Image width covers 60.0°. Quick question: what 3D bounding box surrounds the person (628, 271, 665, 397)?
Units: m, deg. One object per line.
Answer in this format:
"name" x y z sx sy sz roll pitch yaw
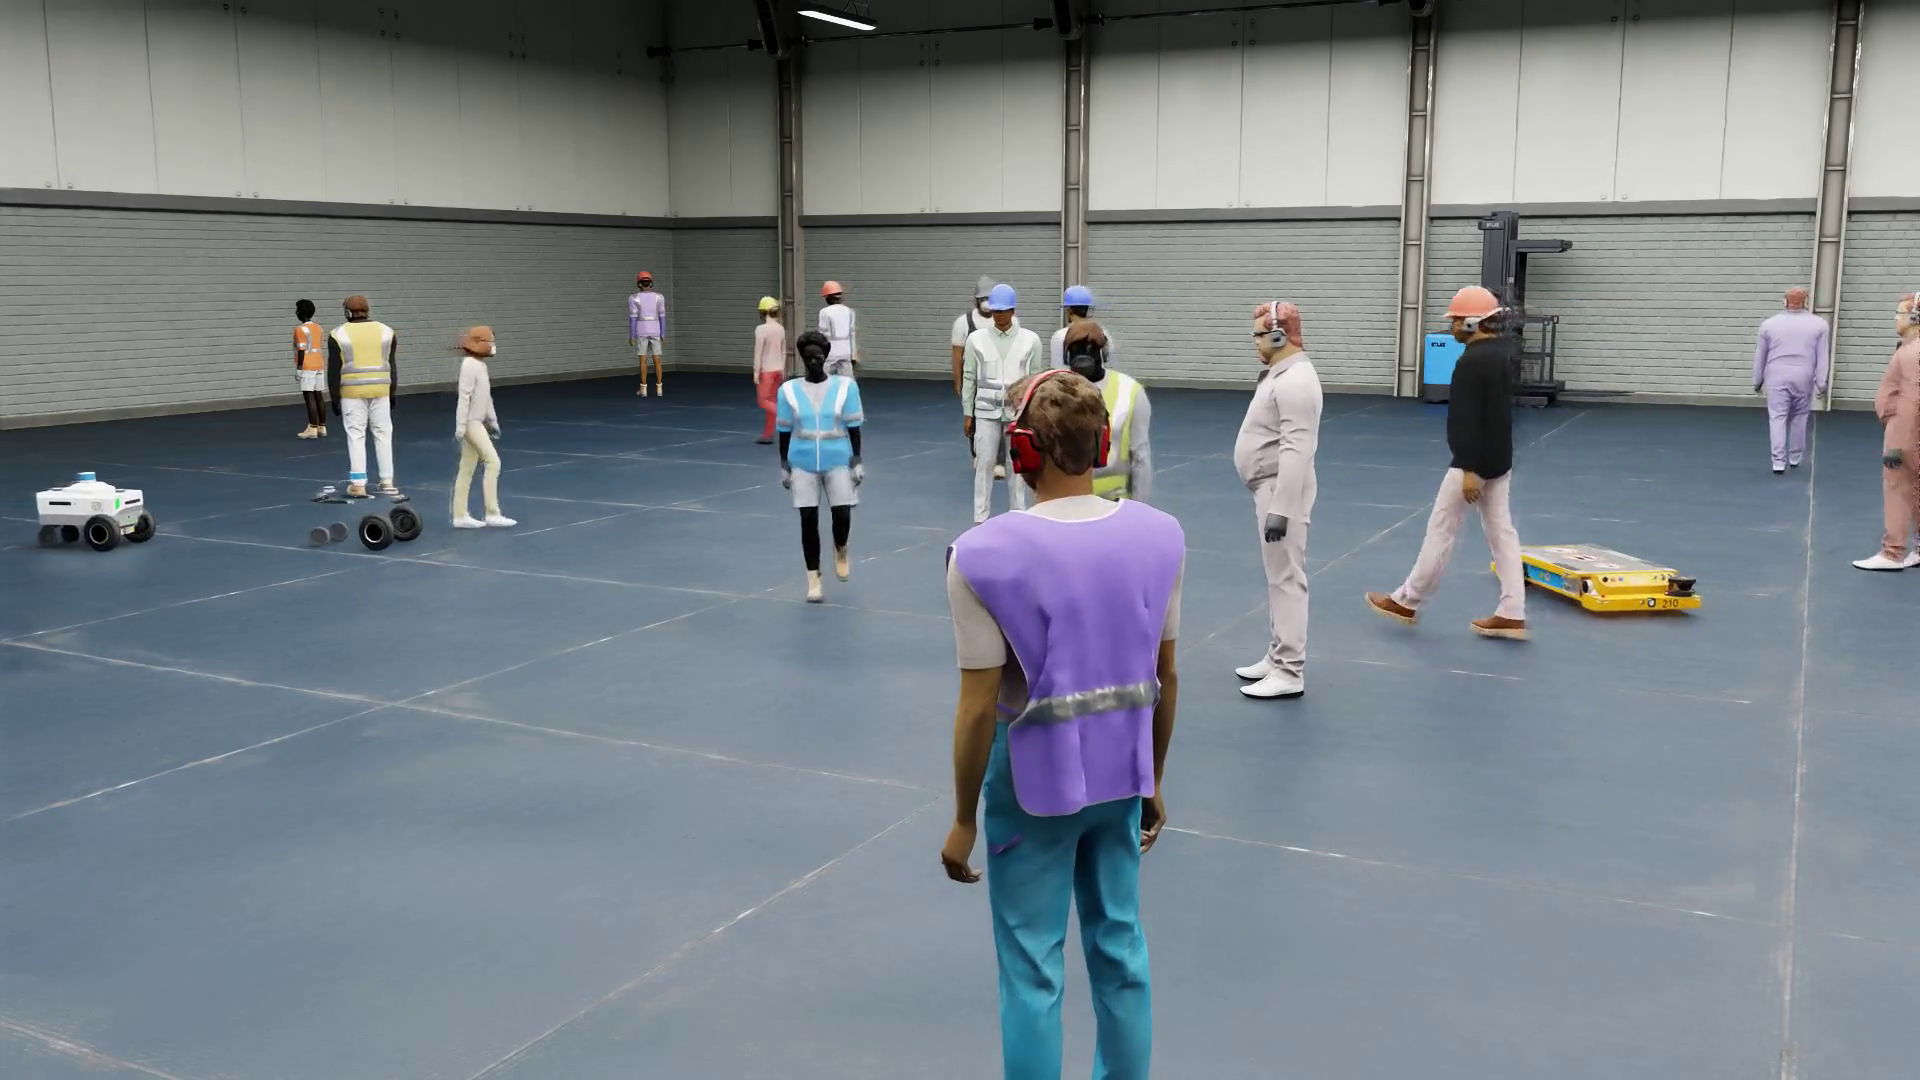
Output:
"person" -5.126 -3.370 27.223 0.605 2.035 0.389 -4 10 -26

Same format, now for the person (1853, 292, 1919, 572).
"person" 6.488 -0.734 11.410 0.406 1.920 0.648 8 12 40

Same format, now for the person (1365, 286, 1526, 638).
"person" 2.808 -0.448 9.421 0.977 1.951 0.655 8 12 40

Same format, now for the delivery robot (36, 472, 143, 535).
"delivery robot" -6.521 -0.265 12.462 0.707 0.478 0.477 1 9 9

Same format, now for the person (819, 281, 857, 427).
"person" -1.610 -2.430 21.804 0.560 1.908 0.508 -8 12 -41

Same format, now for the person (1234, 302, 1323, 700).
"person" 1.530 -0.196 8.060 0.406 1.902 0.638 1 9 8

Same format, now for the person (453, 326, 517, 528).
"person" -3.775 -0.896 13.233 0.602 1.607 0.516 -2 9 -10

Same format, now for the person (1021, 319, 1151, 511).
"person" 0.621 -0.176 8.195 0.632 1.827 0.647 2 9 10

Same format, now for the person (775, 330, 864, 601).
"person" -0.873 -0.472 10.408 0.557 1.681 0.438 0 9 0

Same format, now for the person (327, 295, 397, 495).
"person" -5.473 -1.324 15.244 0.627 1.832 0.428 -7 11 -35

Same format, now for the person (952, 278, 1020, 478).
"person" 0.263 -1.662 16.800 0.684 2.000 1.058 0 9 0

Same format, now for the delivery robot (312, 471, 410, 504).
"delivery robot" -4.509 -0.402 12.507 0.698 0.223 0.335 2 9 10

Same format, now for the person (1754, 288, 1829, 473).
"person" 8.502 -1.638 17.048 0.679 1.860 0.950 4 10 25

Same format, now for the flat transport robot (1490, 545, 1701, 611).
"flat transport robot" 4.030 0.219 10.639 0.652 0.197 1.431 -1 9 -9

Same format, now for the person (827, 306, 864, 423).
"person" -1.617 -2.368 22.364 0.729 1.595 0.536 3 10 16

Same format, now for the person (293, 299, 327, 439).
"person" -7.998 -2.102 20.437 0.317 1.696 0.539 1 9 7

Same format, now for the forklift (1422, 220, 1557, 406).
"forklift" 8.245 -3.527 25.720 1.873 2.768 1.129 5 10 27

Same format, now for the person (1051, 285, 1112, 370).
"person" 0.920 -1.095 13.509 0.631 1.921 0.661 -6 11 -31

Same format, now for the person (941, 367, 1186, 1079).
"person" 0.226 0.555 3.589 0.567 1.846 0.389 -5 11 -29

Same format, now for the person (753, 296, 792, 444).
"person" -2.193 -1.992 19.593 0.620 1.744 0.532 5 11 30

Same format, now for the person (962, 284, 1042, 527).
"person" 0.321 -0.961 12.640 0.615 1.943 0.403 0 9 1
